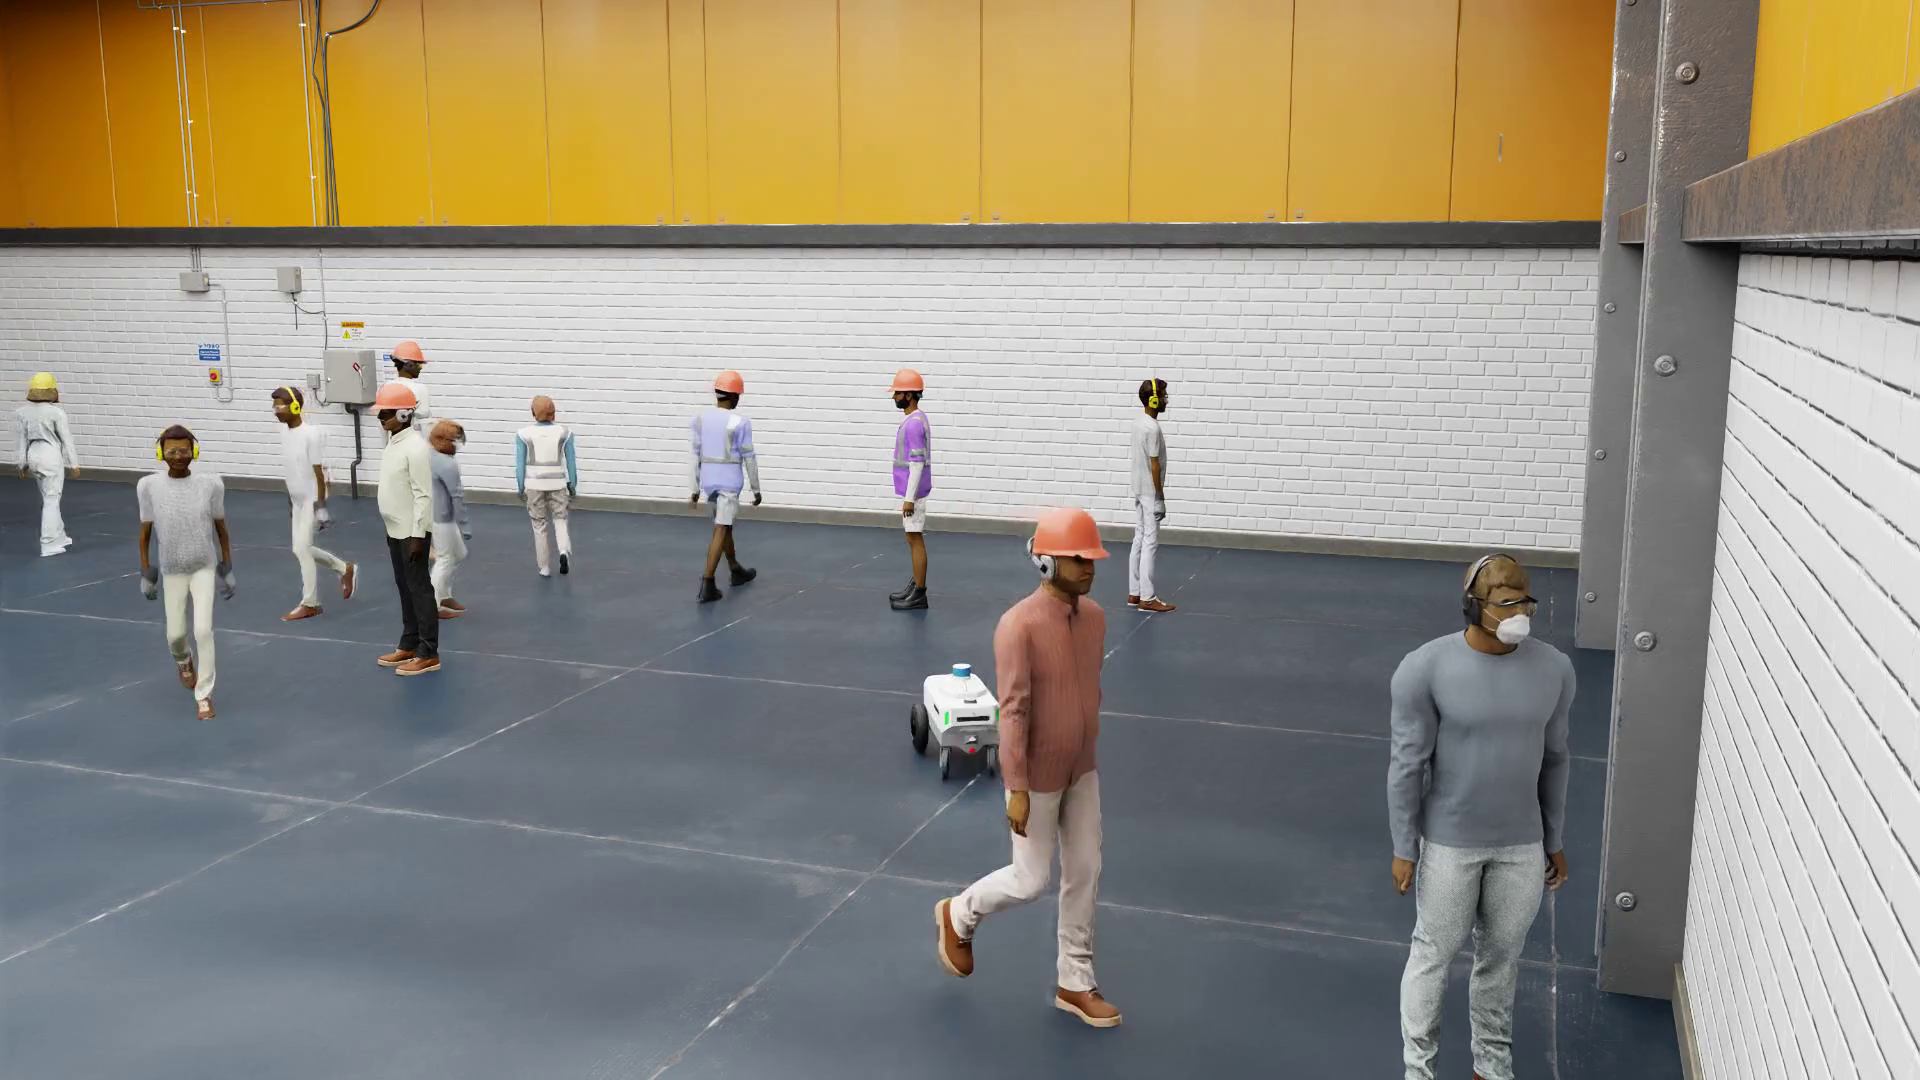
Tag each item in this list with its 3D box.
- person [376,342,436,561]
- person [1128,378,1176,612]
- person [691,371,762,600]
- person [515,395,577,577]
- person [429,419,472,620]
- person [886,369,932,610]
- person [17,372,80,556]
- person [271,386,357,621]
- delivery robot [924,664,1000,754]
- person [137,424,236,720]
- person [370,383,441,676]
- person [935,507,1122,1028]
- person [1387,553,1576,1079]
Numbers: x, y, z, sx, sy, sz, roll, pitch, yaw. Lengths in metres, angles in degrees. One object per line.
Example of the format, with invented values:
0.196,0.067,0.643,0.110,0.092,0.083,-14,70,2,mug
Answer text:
-5.082,-0.812,15.407,0.605,2.037,0.394,5,11,27,person
1.533,-0.362,13.339,0.328,1.872,0.514,-3,10,-14,person
-1.973,-0.466,13.915,0.546,1.882,0.974,6,12,29,person
-3.615,-0.453,14.547,0.519,1.624,0.479,-4,11,-19,person
-4.001,-0.148,12.919,0.385,1.594,0.577,-5,11,-24,person
-0.409,-0.406,13.398,0.361,1.938,0.545,-1,10,-3,person
-8.635,-0.737,15.875,0.501,1.717,0.720,2,10,10,person
-5.105,-0.312,13.164,0.566,1.840,0.697,8,13,37,person
0.010,0.945,9.416,0.477,0.478,0.707,-2,10,-10,delivery robot
-4.846,0.170,10.434,0.535,1.852,0.683,-4,11,-23,person
-3.797,-0.078,11.391,0.377,1.995,0.608,-7,13,-36,person
0.281,0.834,6.303,0.708,1.977,0.618,10,14,43,person
1.715,0.997,5.492,0.636,1.939,0.363,-2,10,-10,person
